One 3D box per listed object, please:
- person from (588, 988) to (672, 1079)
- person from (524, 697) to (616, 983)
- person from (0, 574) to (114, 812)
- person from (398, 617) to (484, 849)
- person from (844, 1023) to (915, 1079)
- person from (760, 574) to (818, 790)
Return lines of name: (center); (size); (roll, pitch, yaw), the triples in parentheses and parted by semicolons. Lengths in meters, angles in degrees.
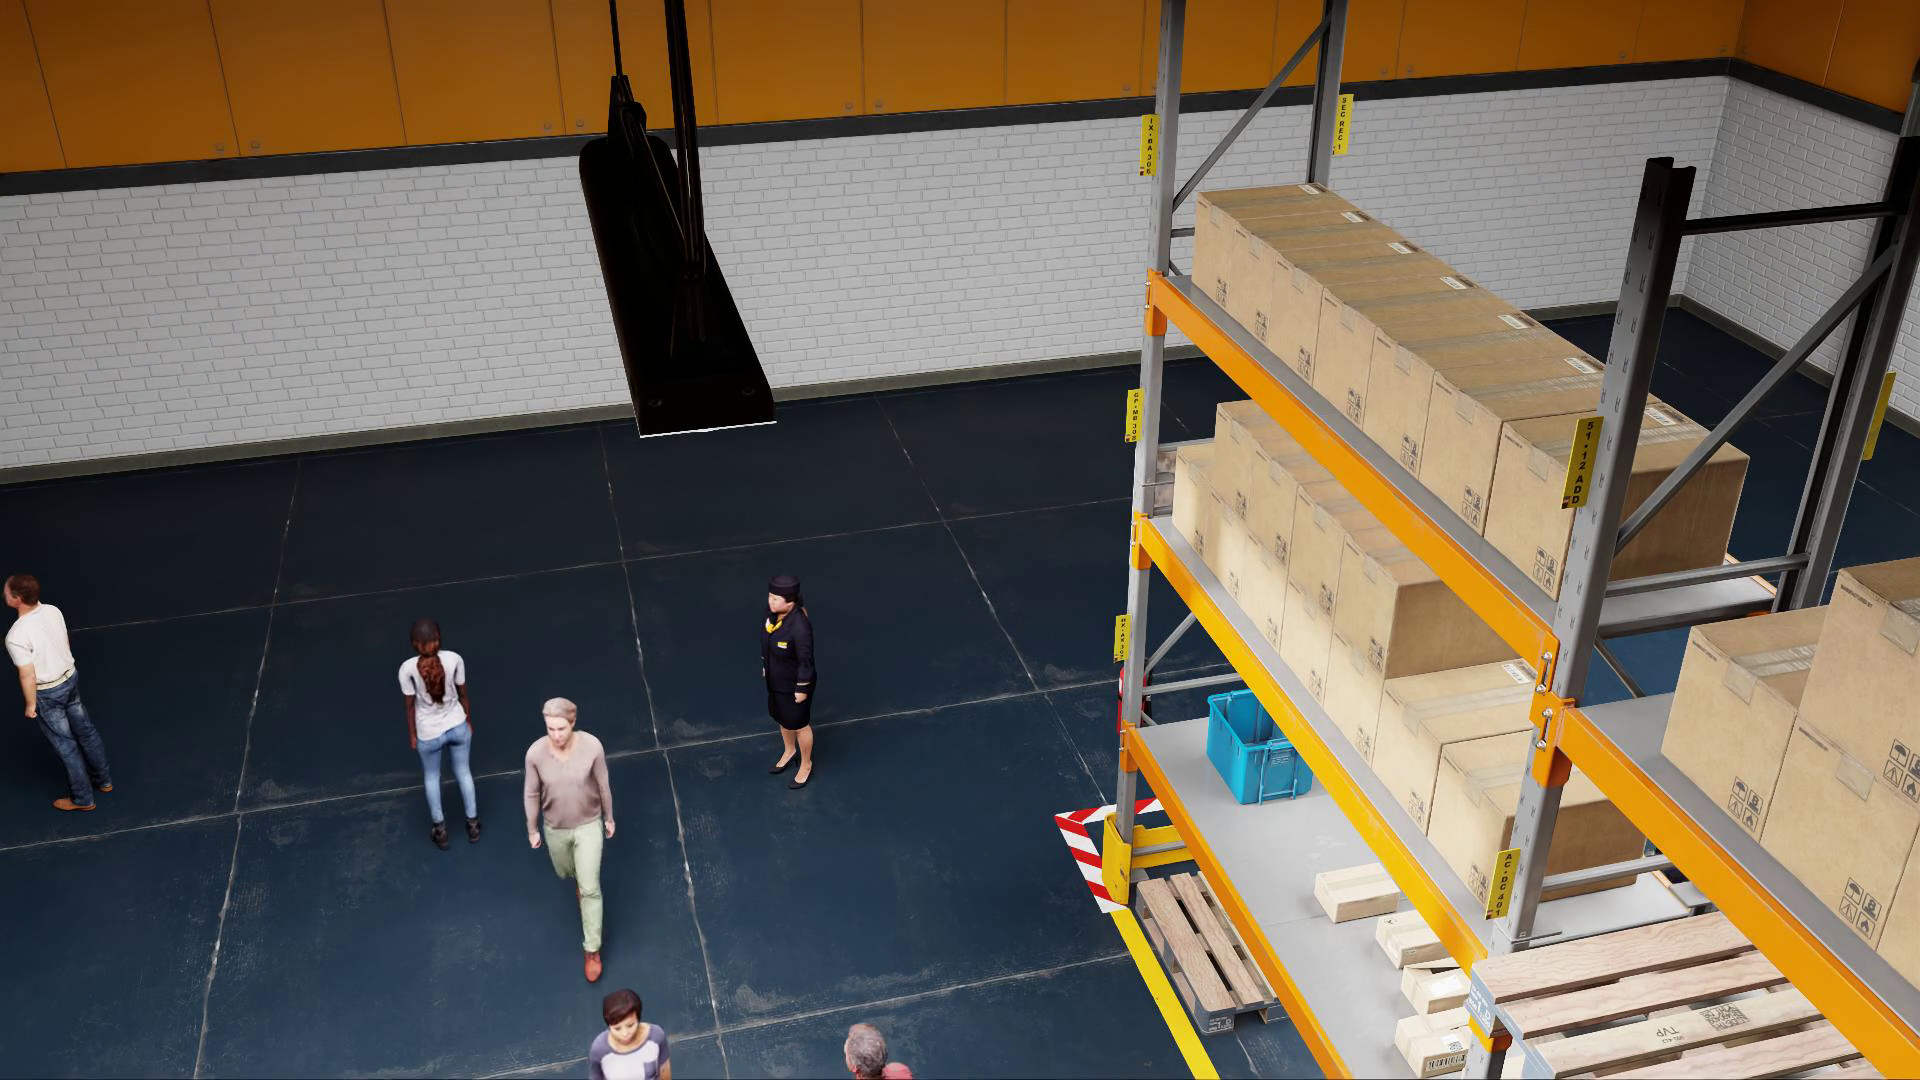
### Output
person: (-1.687, 2.862, 8.554); (0.555, 1.547, 0.557); (-7, 29, -12)
person: (-2.399, 1.720, 10.335); (0.799, 1.848, 1.238); (-3, 29, -5)
person: (-6.288, 1.045, 11.563); (0.808, 1.856, 0.665); (5, 29, 9)
person: (-3.498, 1.309, 11.231); (0.652, 1.712, 0.654); (-16, 32, -26)
person: (-0.349, 3.076, 7.881); (0.936, 1.816, 0.885); (21, 35, 33)
person: (-1.208, 0.995, 11.848); (0.849, 1.671, 0.722); (-22, 35, -34)
